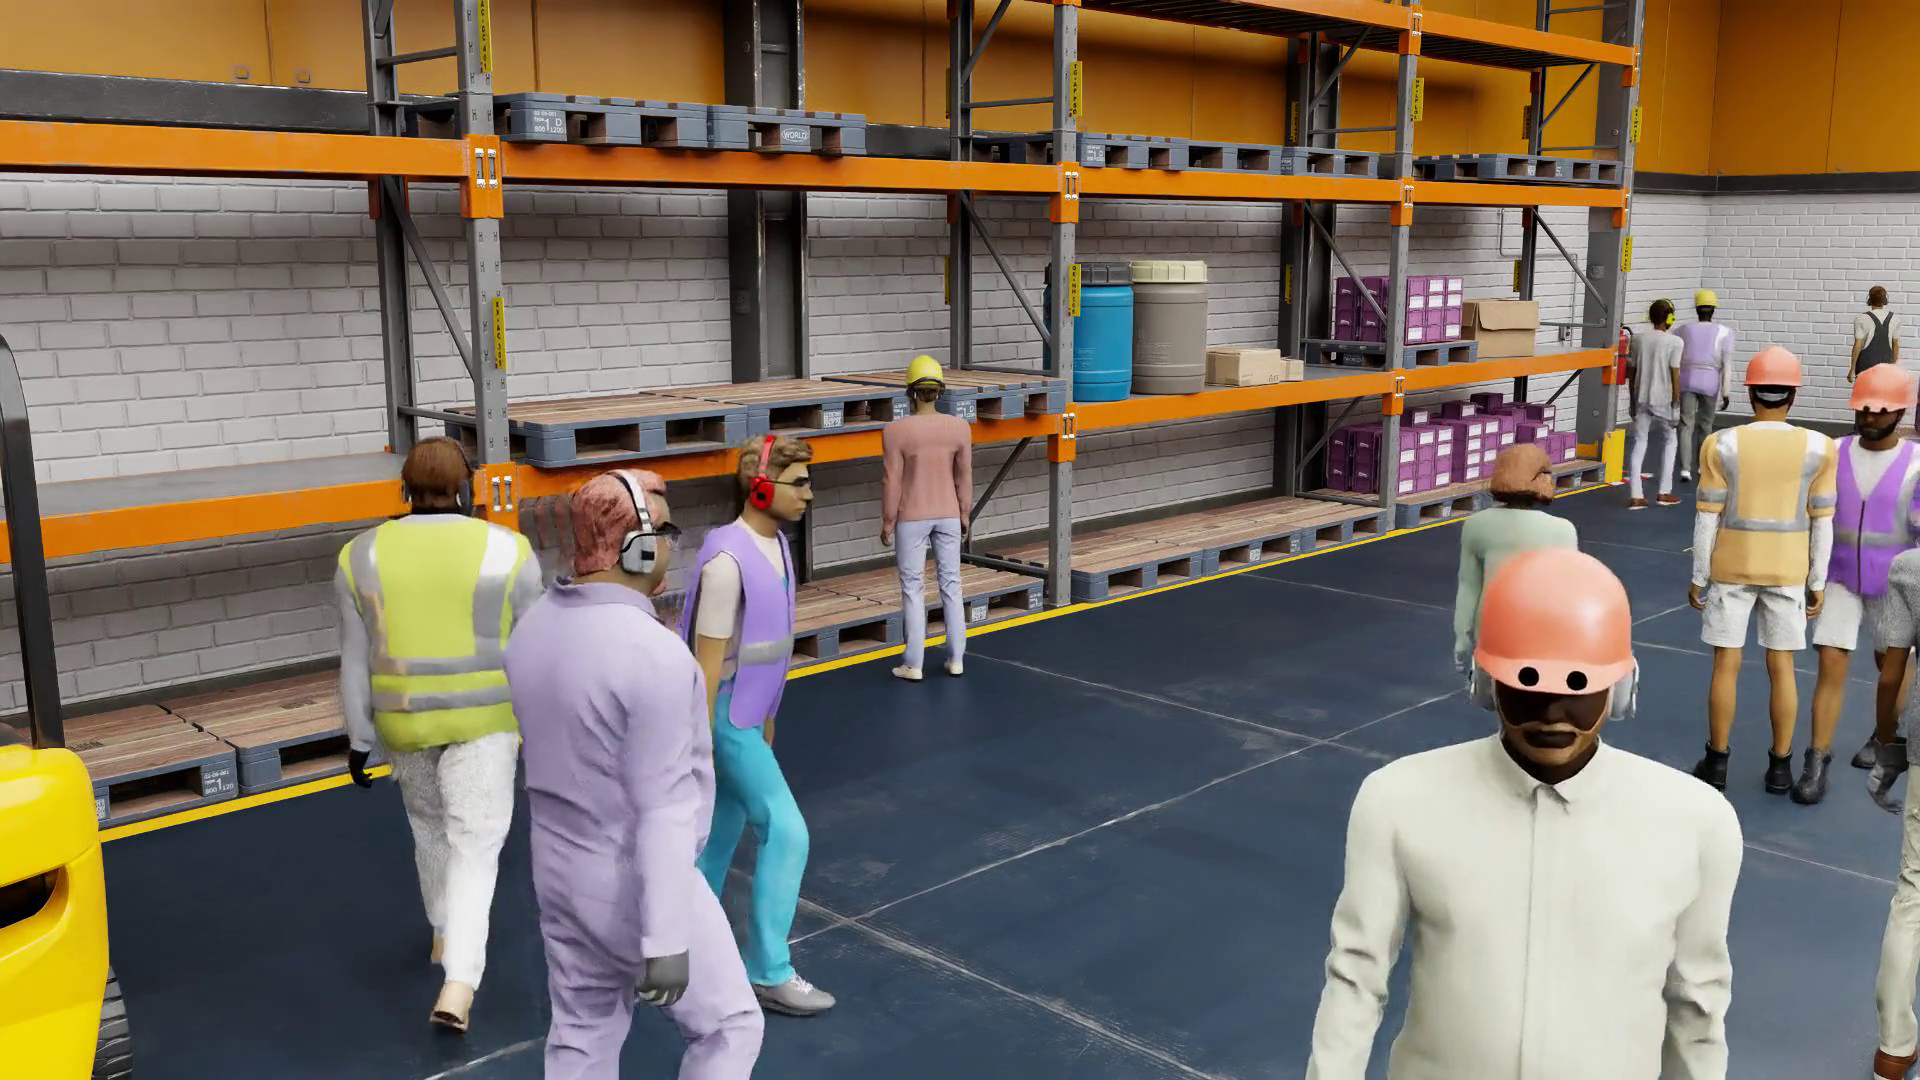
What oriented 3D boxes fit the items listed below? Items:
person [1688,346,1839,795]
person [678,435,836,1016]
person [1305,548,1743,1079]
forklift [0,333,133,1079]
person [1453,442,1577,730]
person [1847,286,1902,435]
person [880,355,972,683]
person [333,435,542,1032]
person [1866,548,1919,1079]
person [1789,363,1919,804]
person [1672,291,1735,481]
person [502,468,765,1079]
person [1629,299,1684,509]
[{"bbox_3d":[3.454,0.133,7.207,0.552,1.932,0.377,3,11,18],"label":"person"},{"bbox_3d":[-0.642,0.575,5.166,0.698,1.803,0.583,1,10,6],"label":"person"},{"bbox_3d":[0.898,0.958,2.714,0.639,1.941,1.047,4,11,19],"label":"person"},{"bbox_3d":[-3.289,0.485,4.582,1.214,2.155,2.313,-10,14,-44],"label":"forklift"},{"bbox_3d":[2.145,0.417,6.560,0.772,1.602,0.518,-7,13,-34],"label":"person"},{"bbox_3d":[10.254,-1.927,18.692,0.506,1.842,0.344,1,10,5],"label":"person"},{"bbox_3d":[-0.188,-0.113,9.009,0.533,1.767,0.326,-5,11,-23],"label":"person"},{"bbox_3d":[-1.589,0.585,5.163,0.637,1.815,0.931,-1,10,-4],"label":"person"},{"bbox_3d":[2.798,0.646,4.608,0.328,1.865,0.521,-9,14,-42],"label":"person"},{"bbox_3d":[3.972,0.162,7.232,0.551,1.879,1.022,10,14,43],"label":"person"},{"bbox_3d":[7.293,-1.520,16.432,0.587,1.870,1.007,5,12,26],"label":"person"},{"bbox_3d":[-0.700,0.776,3.801,0.641,1.887,0.661,-10,14,-43],"label":"person"},{"bbox_3d":[6.196,-1.202,14.716,0.741,1.845,0.564,-8,13,-38],"label":"person"}]
